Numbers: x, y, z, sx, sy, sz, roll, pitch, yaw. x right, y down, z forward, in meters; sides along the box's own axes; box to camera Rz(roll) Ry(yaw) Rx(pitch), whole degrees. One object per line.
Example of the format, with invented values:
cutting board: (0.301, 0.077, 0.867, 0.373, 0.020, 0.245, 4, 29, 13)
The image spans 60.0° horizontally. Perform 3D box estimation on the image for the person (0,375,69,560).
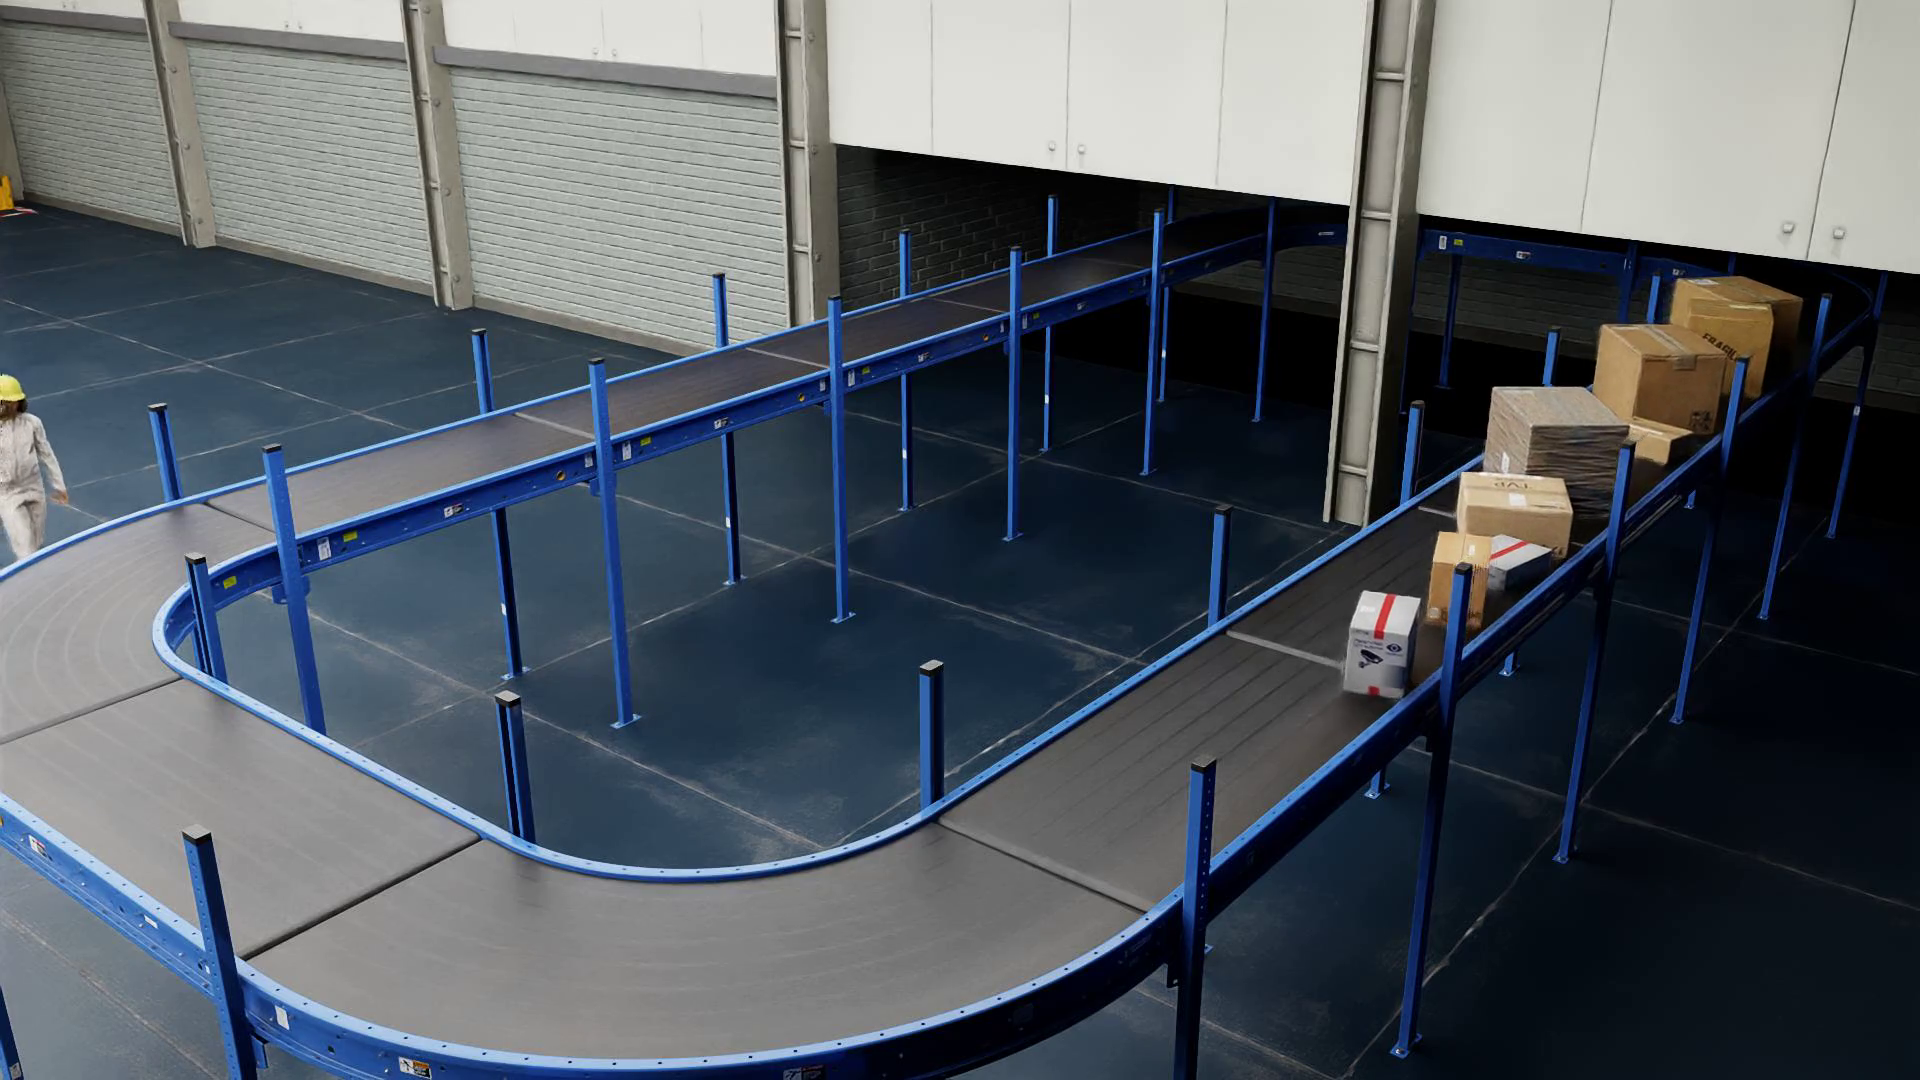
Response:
person: (-6.512, -0.318, 11.639, 0.655, 1.717, 0.512, 12, 24, 27)
